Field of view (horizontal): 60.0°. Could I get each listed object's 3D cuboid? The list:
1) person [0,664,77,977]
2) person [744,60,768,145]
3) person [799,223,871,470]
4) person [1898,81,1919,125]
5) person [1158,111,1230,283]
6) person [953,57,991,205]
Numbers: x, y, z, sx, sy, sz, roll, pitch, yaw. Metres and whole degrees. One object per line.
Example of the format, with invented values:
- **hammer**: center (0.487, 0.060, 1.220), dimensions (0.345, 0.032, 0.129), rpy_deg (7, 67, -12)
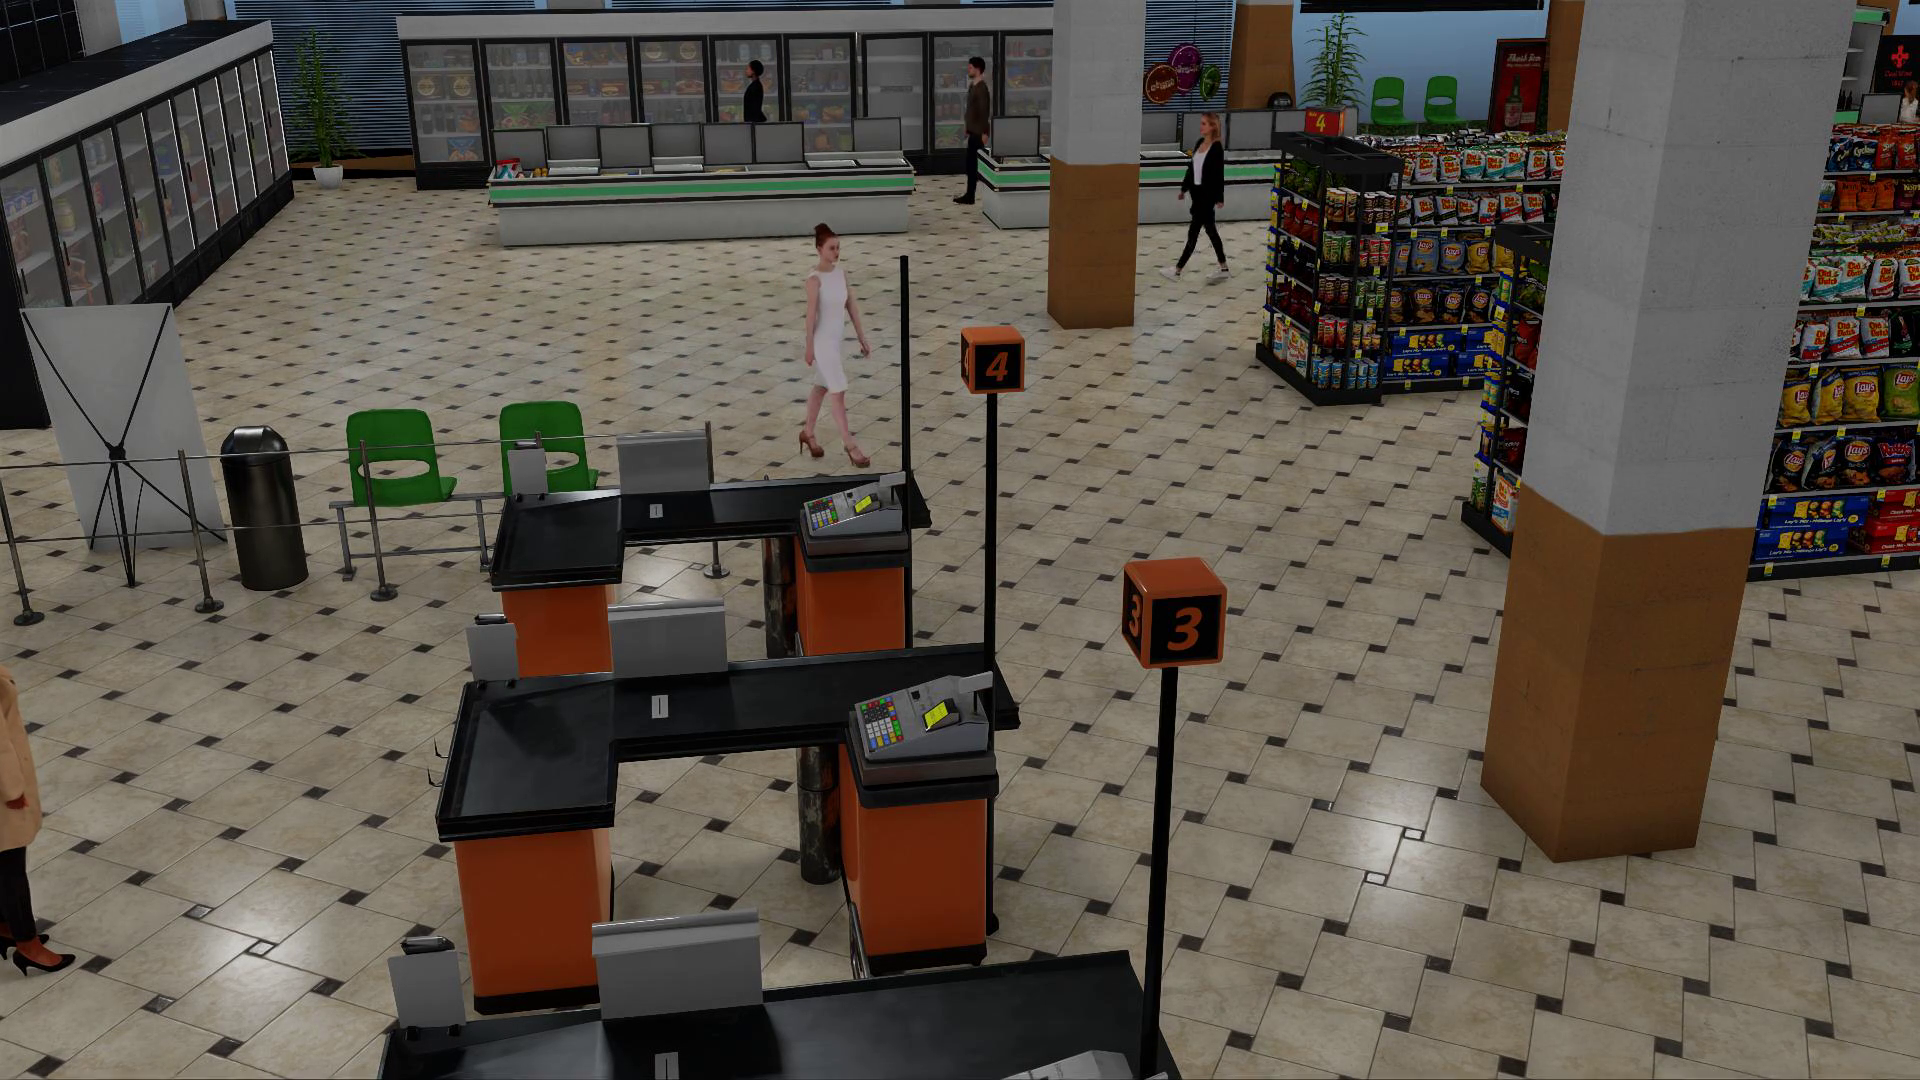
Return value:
- **person**: center (-3.754, 0.910, 6.413), dimensions (0.713, 1.682, 0.734), rpy_deg (20, 29, 40)
- **person**: center (-2.641, -5.324, 21.724), dimensions (0.556, 1.834, 0.626), rpy_deg (-1, 22, -1)
- **person**: center (-1.033, -1.404, 12.060), dimensions (1.016, 1.766, 0.940), rpy_deg (13, 25, 29)
- **person**: center (13.552, -5.900, 23.873), dimensions (0.789, 1.300, 0.562), rpy_deg (-5, 22, -12)
- **person**: center (2.656, -3.560, 17.439), dimensions (1.177, 1.756, 0.748), rpy_deg (-7, 23, -18)
- **person**: center (0.313, -5.314, 21.658), dimensions (1.020, 1.865, 0.640), rpy_deg (-4, 22, -10)
